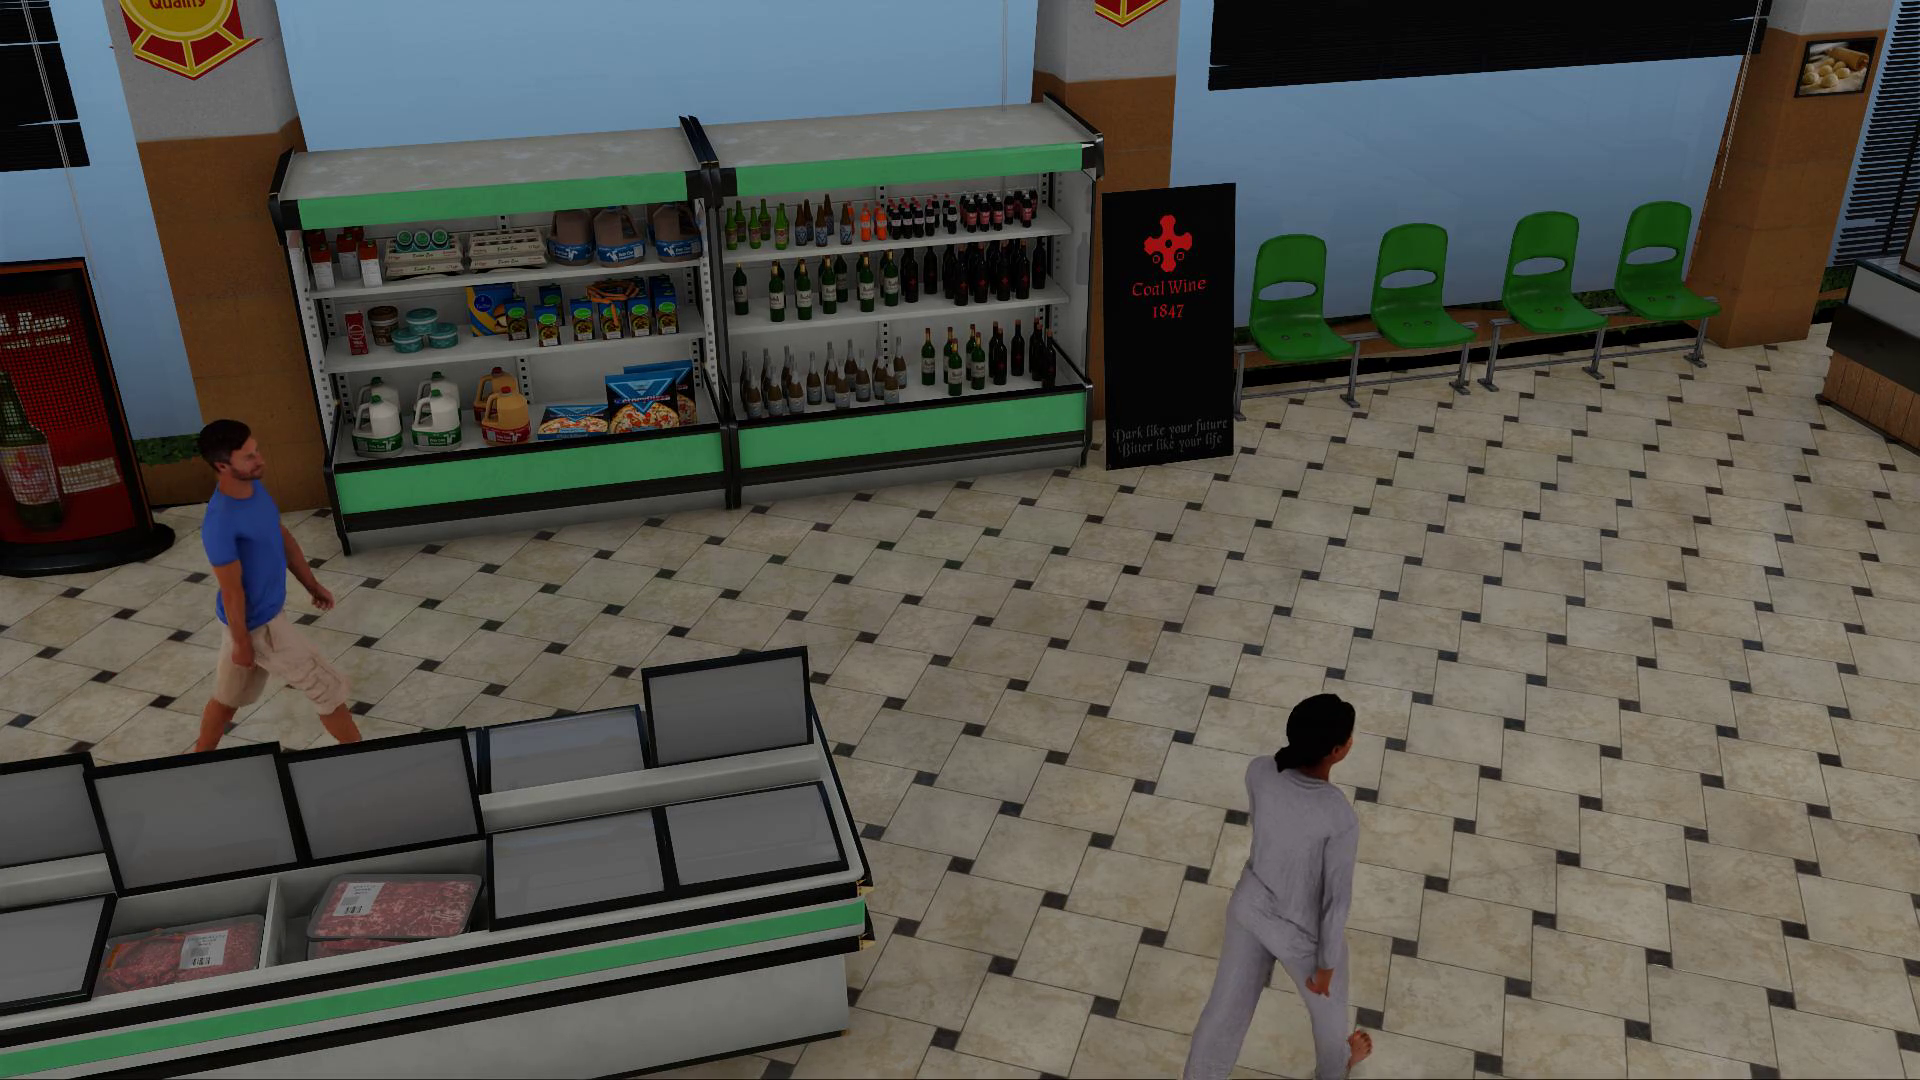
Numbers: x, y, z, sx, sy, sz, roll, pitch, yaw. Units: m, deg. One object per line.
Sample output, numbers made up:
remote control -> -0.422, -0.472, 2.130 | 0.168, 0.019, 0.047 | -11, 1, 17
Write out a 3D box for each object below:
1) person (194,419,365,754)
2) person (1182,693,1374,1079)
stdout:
person -> -3.053, 0.343, 7.010 | 1.251, 1.811, 0.636 | -7, 29, -12
person -> 0.997, 1.278, 5.416 | 1.218, 1.698, 0.968 | -21, 35, -34
